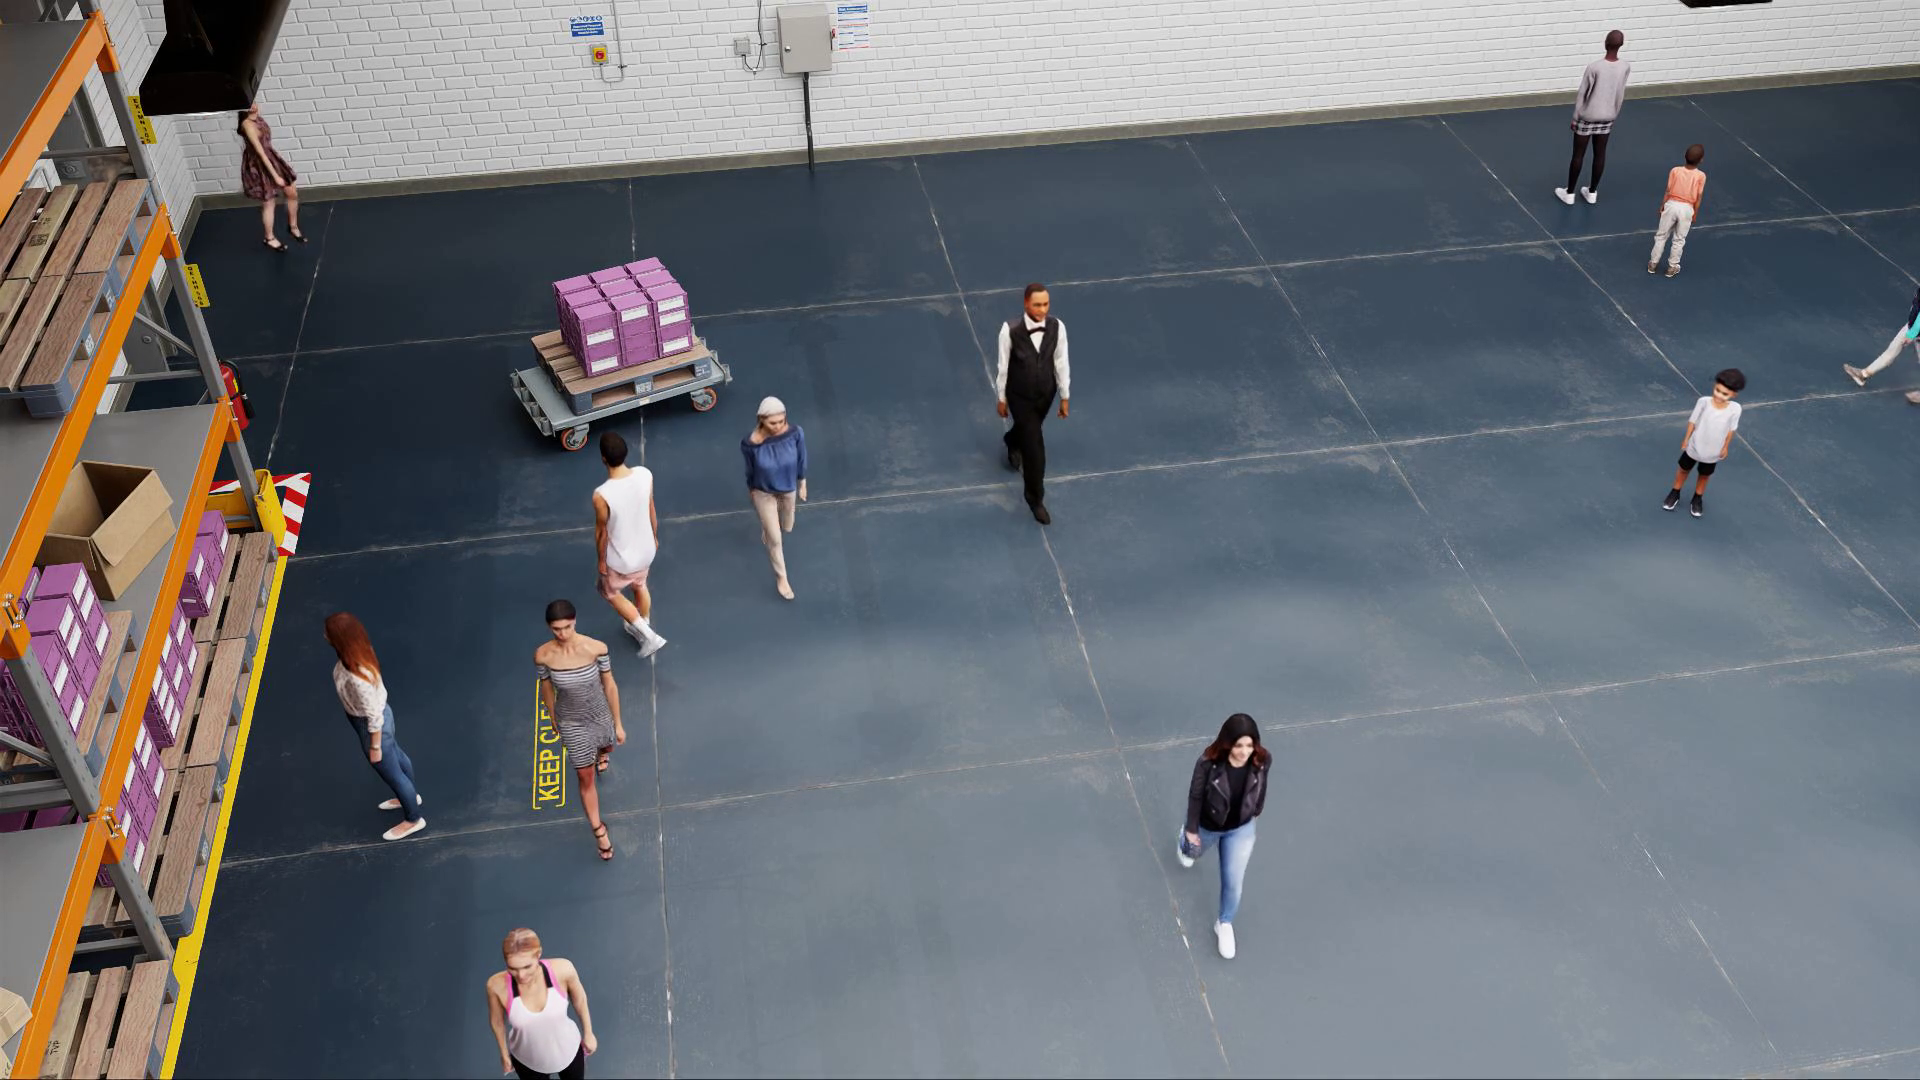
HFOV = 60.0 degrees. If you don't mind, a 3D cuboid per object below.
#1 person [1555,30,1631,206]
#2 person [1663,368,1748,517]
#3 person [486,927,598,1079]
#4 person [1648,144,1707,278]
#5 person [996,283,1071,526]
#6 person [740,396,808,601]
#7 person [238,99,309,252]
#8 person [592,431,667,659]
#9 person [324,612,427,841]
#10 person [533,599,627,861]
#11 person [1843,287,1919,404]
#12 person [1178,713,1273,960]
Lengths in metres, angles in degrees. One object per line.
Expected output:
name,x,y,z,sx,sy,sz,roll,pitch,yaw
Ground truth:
person,6.327,-4.192,16.521,0.620,1.770,0.528,-4,39,-4
person,5.686,-0.770,12.645,0.577,1.258,0.626,18,42,21
person,-2.021,2.480,8.152,0.634,1.786,0.548,-10,40,-13
person,6.700,-3.081,15.497,0.563,1.310,0.615,20,43,24
person,0.506,-1.151,12.621,0.816,1.883,1.332,-12,40,-14
person,-1.364,-0.385,11.838,0.772,1.665,1.031,-15,41,-18
person,-6.560,-3.456,15.624,0.761,1.738,0.675,-12,40,-14
person,-2.188,0.096,11.148,0.950,1.773,0.876,30,48,32
person,-3.494,1.092,9.938,0.672,1.728,0.484,-12,40,-15
person,-2.230,1.023,9.980,0.664,1.782,1.120,-10,40,-13
person,8.043,-1.751,13.720,1.009,1.450,1.017,17,42,20
person,1.457,1.557,9.454,0.707,1.605,1.108,-2,39,-3
